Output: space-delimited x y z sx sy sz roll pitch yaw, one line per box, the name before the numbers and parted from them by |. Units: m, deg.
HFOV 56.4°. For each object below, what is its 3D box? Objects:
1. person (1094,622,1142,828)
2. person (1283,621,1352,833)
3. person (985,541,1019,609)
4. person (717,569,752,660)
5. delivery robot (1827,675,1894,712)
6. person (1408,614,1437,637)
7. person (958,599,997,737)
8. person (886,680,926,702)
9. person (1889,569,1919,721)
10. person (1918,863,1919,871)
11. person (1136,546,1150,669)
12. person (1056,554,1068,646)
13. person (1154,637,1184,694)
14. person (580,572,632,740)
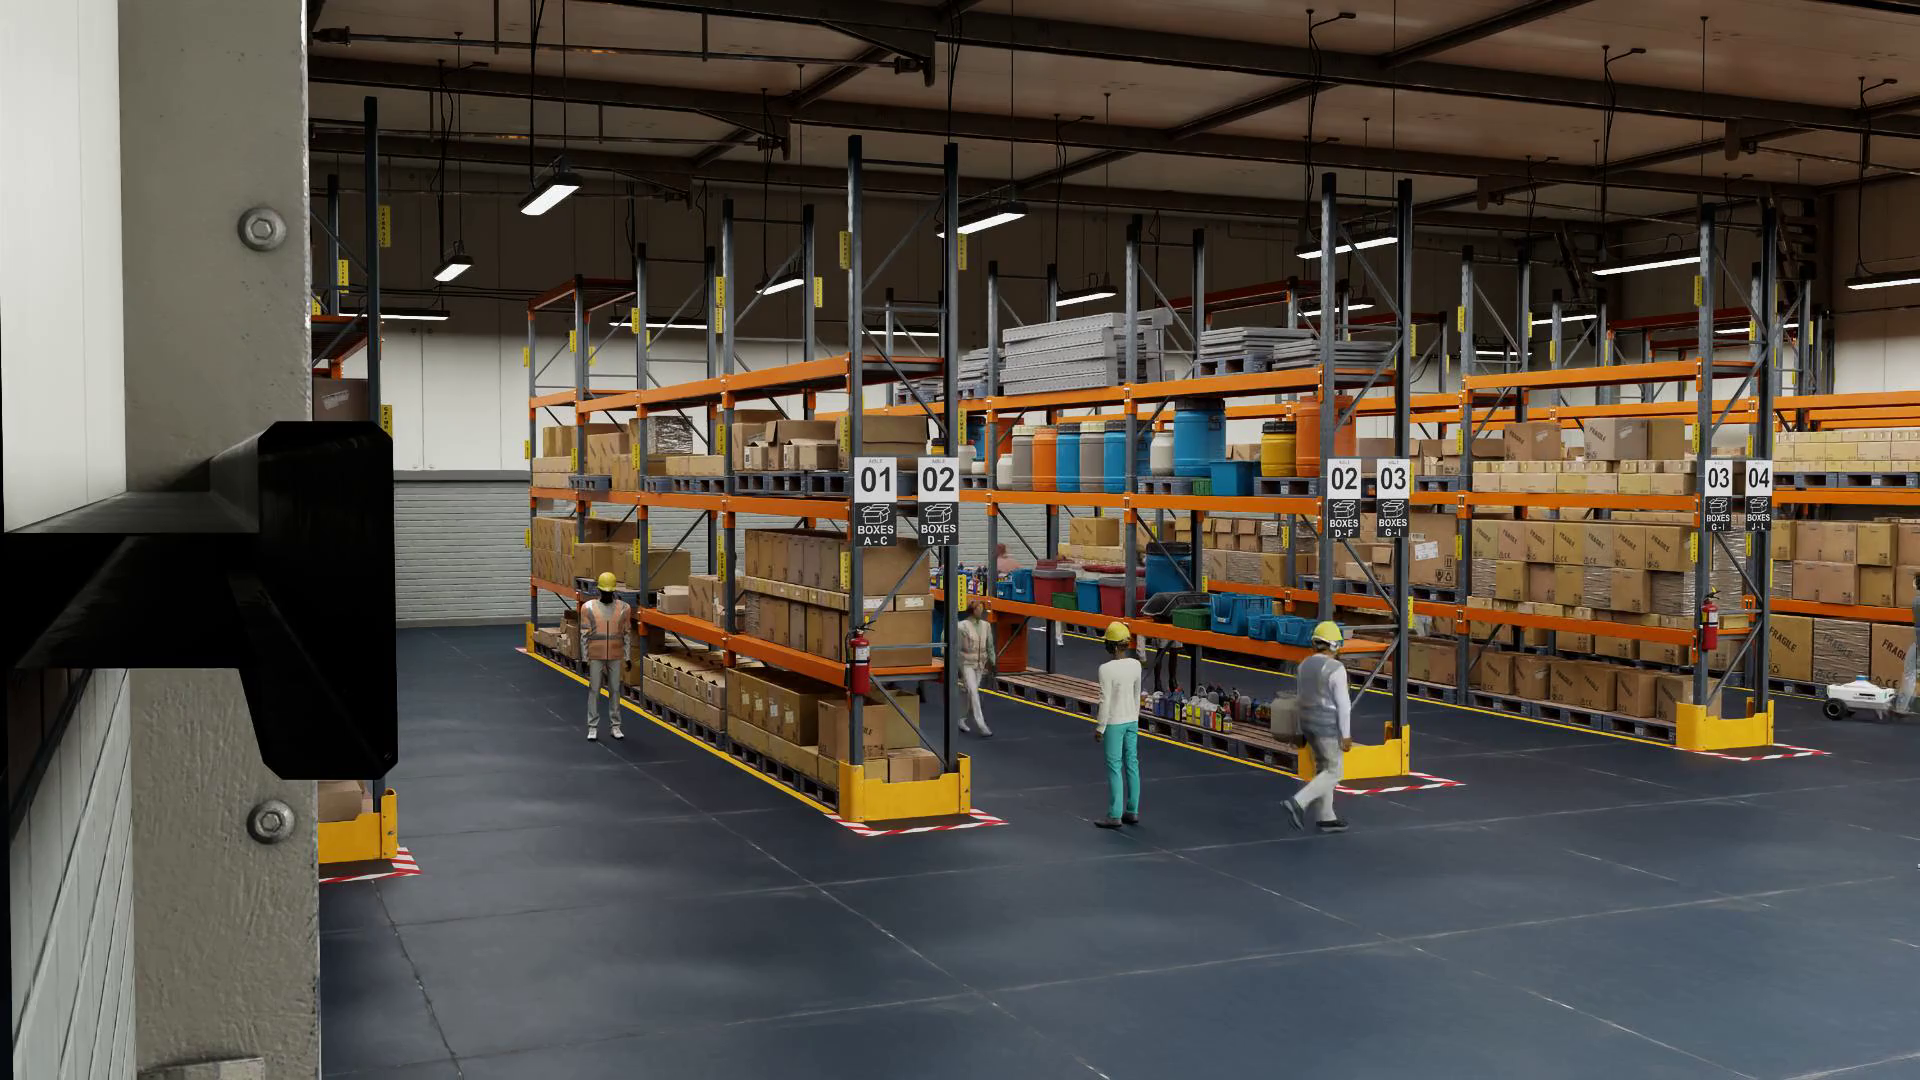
person | 1.368 1.592 15.519 0.303 1.772 0.522 2 3 45
person | 3.017 1.585 15.126 0.638 1.809 0.590 -1 2 -20
person | 0.672 0.970 30.267 0.648 1.892 0.420 -2 3 -37
person | -3.570 1.083 28.168 0.525 1.833 0.876 -2 3 -39
delivery robot | 11.100 1.913 22.079 0.707 0.478 0.477 2 3 42
person | 6.873 1.204 26.985 0.536 1.670 0.772 -1 2 -25
person | 0.157 1.476 20.874 0.529 1.590 0.885 -2 3 -39
person | -0.758 1.202 24.067 0.567 1.894 0.958 -1 3 -34
person | 11.685 1.287 21.812 0.638 1.899 0.948 -1 2 -27
person | 7.512 1.638 13.222 0.642 1.862 0.992 0 2 2
person | 2.836 1.034 28.156 0.629 1.919 0.796 -1 2 -22
person | 1.770 1.044 31.700 0.523 1.619 0.549 0 2 -13
person | 2.889 1.161 24.592 0.550 1.935 0.376 -1 2 -26
person | -4.054 1.324 20.544 0.586 1.921 0.379 -1 2 -20
